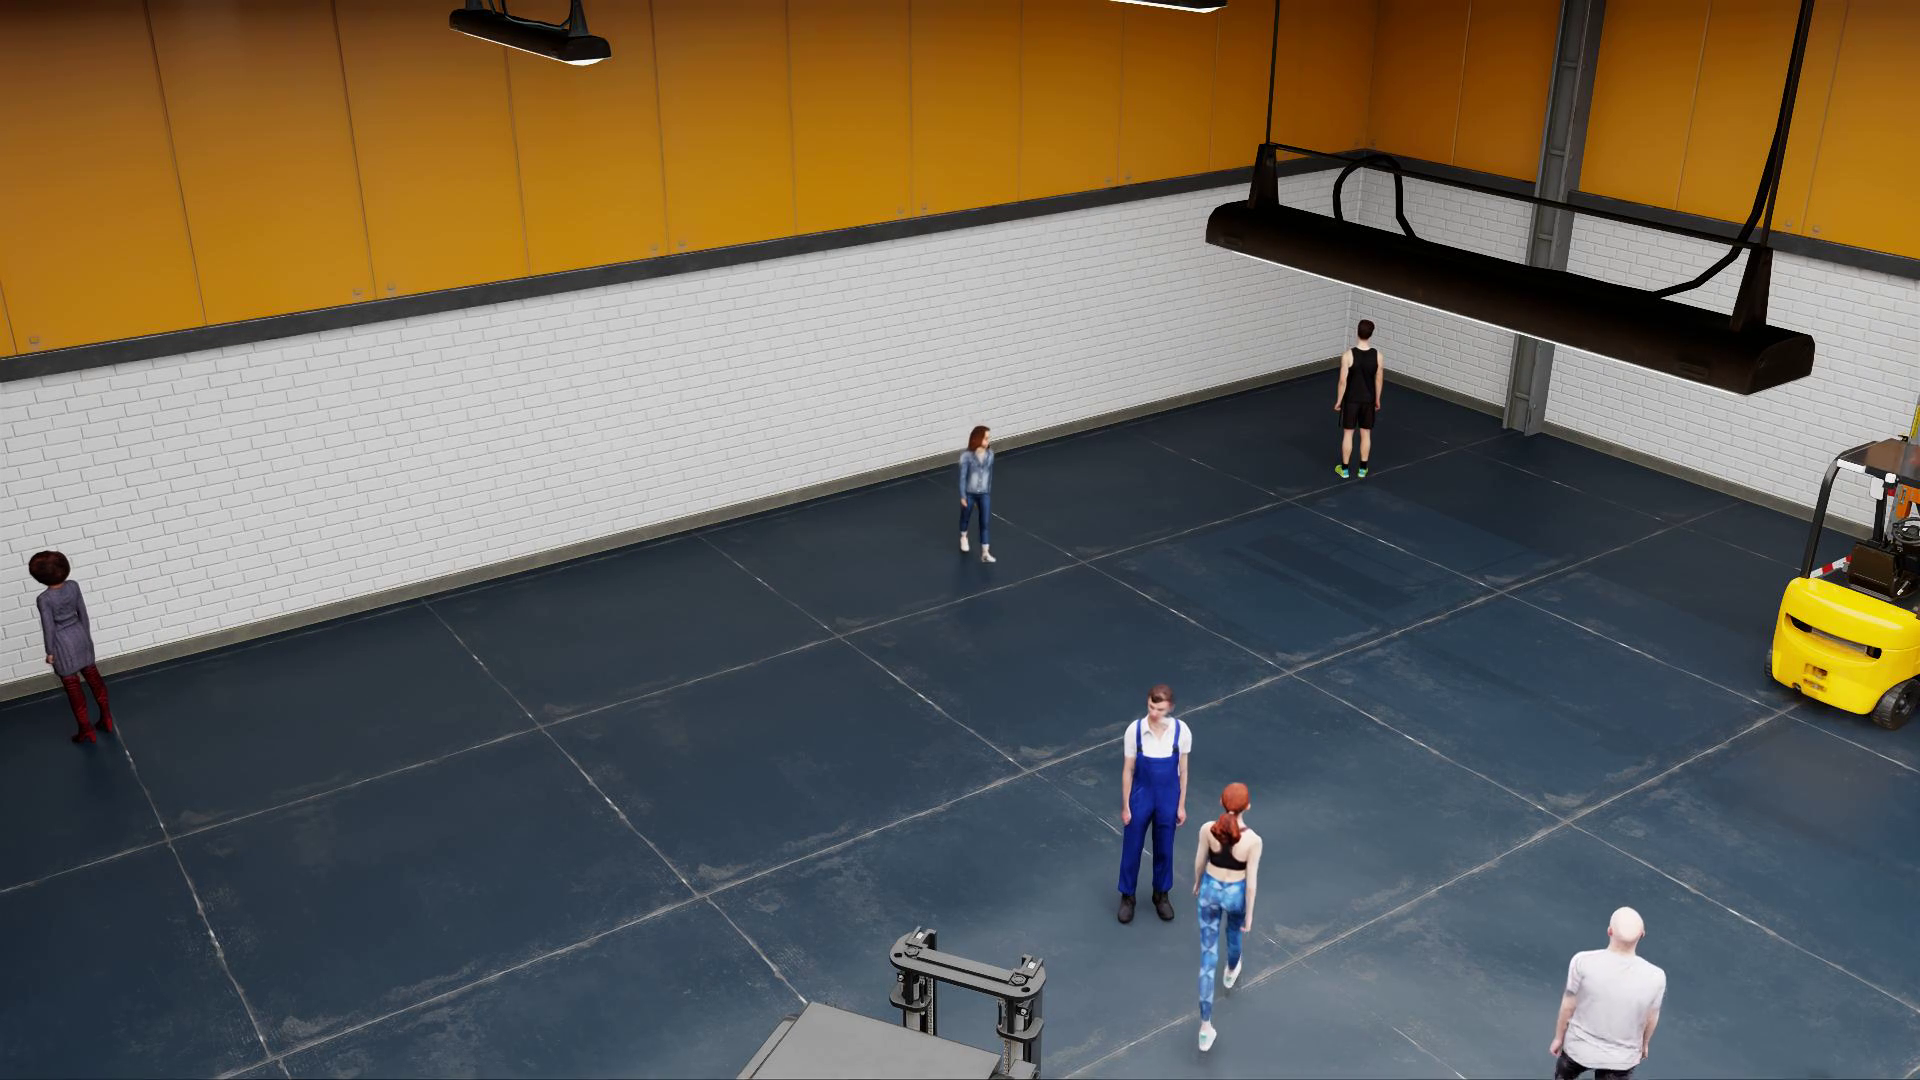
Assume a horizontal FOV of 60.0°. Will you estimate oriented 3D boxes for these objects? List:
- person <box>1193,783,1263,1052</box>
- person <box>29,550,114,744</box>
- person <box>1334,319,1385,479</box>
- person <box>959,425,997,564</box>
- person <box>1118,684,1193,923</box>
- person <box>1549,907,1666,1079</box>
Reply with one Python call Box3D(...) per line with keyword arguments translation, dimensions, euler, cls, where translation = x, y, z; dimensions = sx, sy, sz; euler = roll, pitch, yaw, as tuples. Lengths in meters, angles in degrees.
Box3D(translation=(1.628, 2.368, 10.434), dimensions=(1.189, 1.734, 1.145), euler=(7, 25, 16), cls="person")
Box3D(translation=(-7.413, 0.883, 13.863), dimensions=(0.679, 1.708, 0.669), euler=(10, 25, 21), cls="person")
Box3D(translation=(4.660, -1.644, 19.417), dimensions=(0.774, 1.892, 0.795), euler=(0, 24, 1), cls="person")
Box3D(translation=(0.127, -0.504, 17.376), dimensions=(0.770, 1.437, 1.076), euler=(-8, 25, -17), cls="person")
Box3D(translation=(1.354, 1.801, 11.590), dimensions=(0.723, 1.848, 0.756), euler=(0, 24, 1), cls="person")
Box3D(translation=(3.534, 2.871, 9.177), dimensions=(0.818, 1.819, 0.894), euler=(7, 25, 16), cls="person")
